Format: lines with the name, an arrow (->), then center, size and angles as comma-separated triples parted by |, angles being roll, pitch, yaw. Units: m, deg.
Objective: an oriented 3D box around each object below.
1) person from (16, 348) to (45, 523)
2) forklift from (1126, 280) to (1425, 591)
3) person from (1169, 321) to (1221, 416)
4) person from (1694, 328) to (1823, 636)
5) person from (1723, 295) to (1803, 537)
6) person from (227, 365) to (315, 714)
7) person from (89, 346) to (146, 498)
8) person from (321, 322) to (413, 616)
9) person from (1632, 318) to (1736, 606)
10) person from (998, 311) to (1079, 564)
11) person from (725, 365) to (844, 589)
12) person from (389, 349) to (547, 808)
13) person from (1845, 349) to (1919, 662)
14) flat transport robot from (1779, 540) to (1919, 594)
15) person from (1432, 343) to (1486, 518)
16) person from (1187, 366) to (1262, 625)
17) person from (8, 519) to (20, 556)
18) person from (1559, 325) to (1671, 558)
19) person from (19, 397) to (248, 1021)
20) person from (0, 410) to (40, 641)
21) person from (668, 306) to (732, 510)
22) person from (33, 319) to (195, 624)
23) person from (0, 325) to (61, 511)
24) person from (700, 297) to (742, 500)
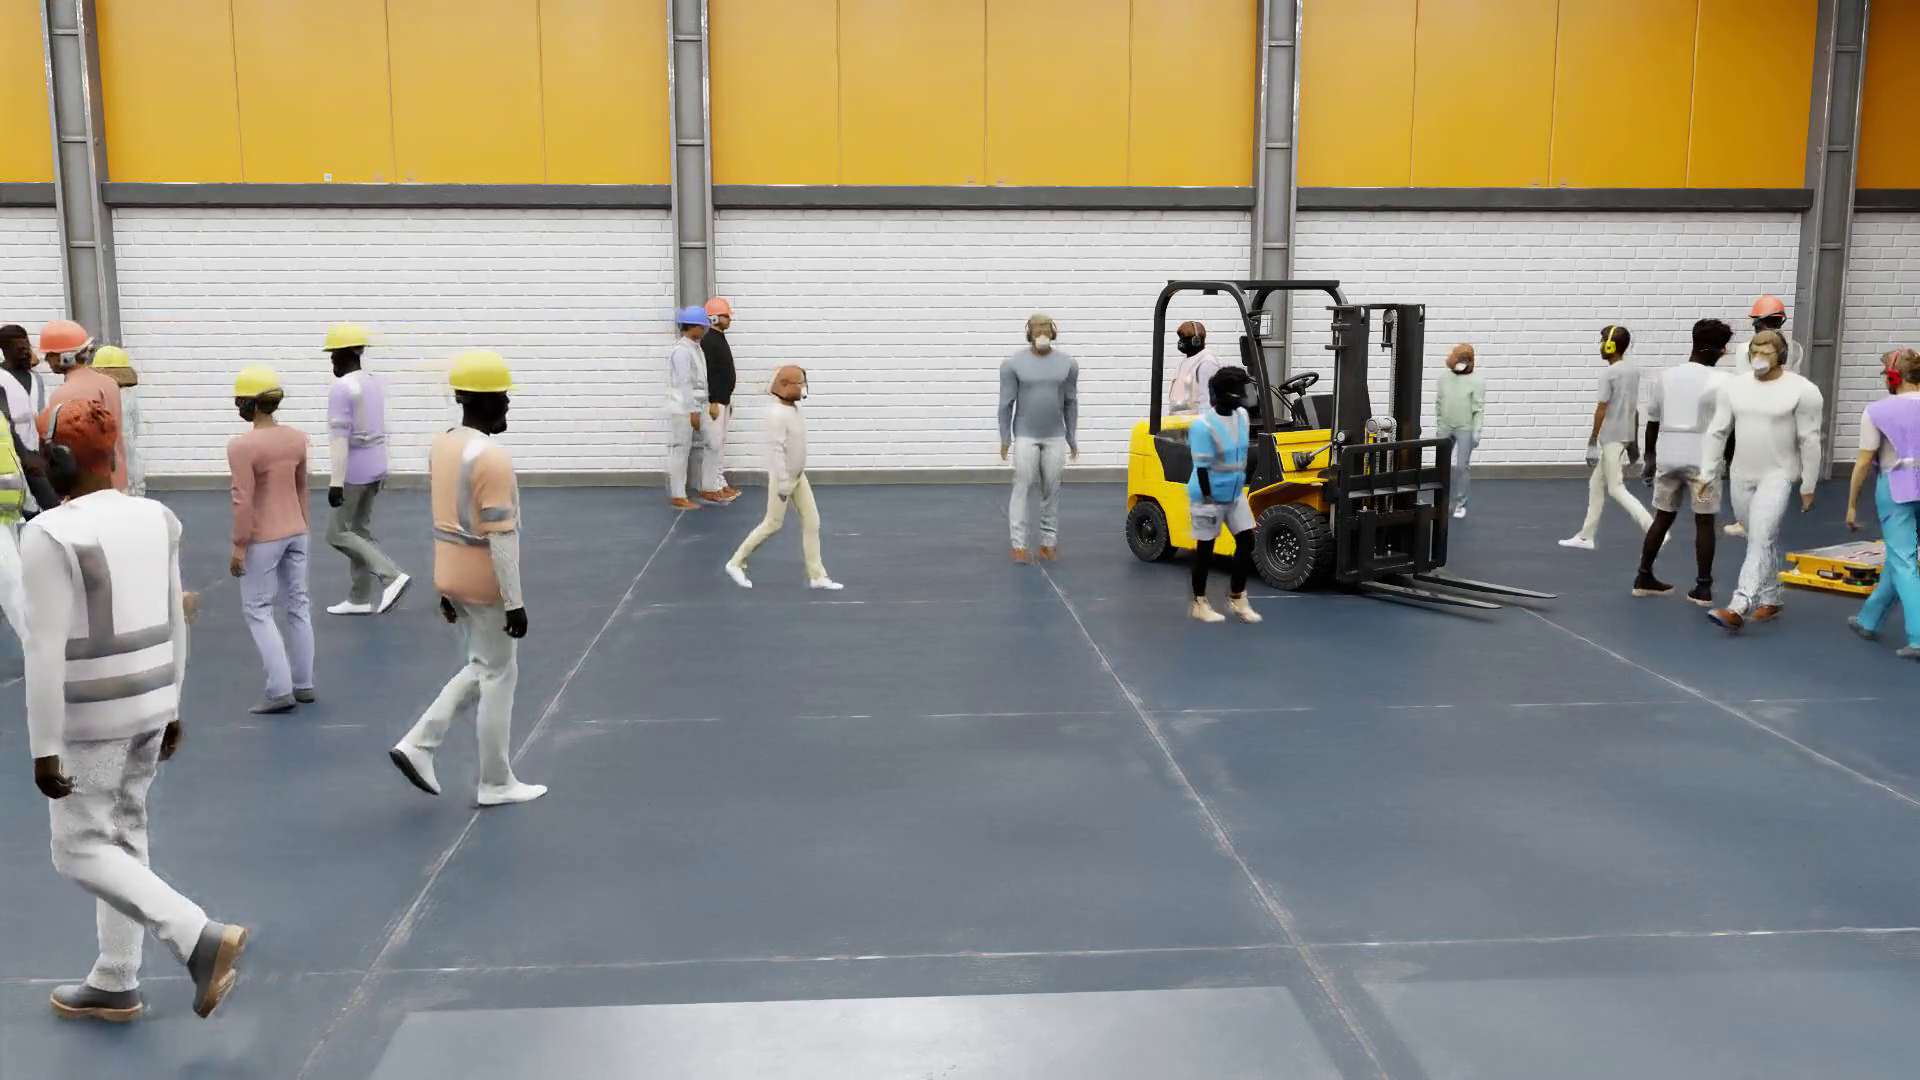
person -> -8.251, -0.951, 14.818 | 0.403, 1.618, 0.529 | -2, 9, -10
forklift -> 2.301, -0.860, 12.475 | 1.214, 2.155, 2.313 | -6, 11, -35
person -> 1.979, -0.935, 14.099 | 0.432, 1.836, 0.618 | -2, 9, -13
person -> 4.930, -0.365, 10.341 | 1.025, 1.881, 0.650 | -6, 11, -34
person -> 6.766, -1.036, 14.059 | 0.605, 2.044, 0.374 | -2, 9, -15
person -> -3.514, 0.000, 8.446 | 0.340, 1.764, 0.539 | 3, 10, 19
person -> -5.652, -0.433, 11.206 | 0.304, 1.743, 0.494 | -4, 10, -25
person -> -3.854, -0.438, 10.690 | 0.536, 1.912, 0.614 | 1, 9, 5
person -> 4.913, -0.532, 11.229 | 0.464, 1.935, 0.652 | -6, 11, -35
person -> 0.606, -0.784, 12.809 | 0.637, 1.940, 0.356 | -2, 9, -13
person -> -1.266, -0.437, 11.693 | 0.805, 1.602, 0.512 | 3, 9, 17
person -> -2.020, 0.178, 6.827 | 0.535, 1.917, 0.586 | -7, 12, -38
person -> 5.522, -0.219, 9.748 | 0.579, 1.784, 0.956 | -1, 9, -7
flat transport robot -> 6.566, 0.183, 11.950 | 1.431, 0.197, 0.652 | -6, 11, -33
person -> 4.541, -0.993, 15.130 | 0.521, 1.605, 0.424 | 9, 13, 43
person -> 1.651, -0.266, 10.399 | 0.562, 1.656, 0.560 | -7, 12, -38
person -> -6.699, -0.444, 11.145 | 0.862, 1.797, 0.618 | -2, 9, -10
person -> 5.224, -0.782, 13.148 | 0.531, 1.835, 0.921 | -8, 12, -40
person -> -2.389, 0.522, 4.830 | 0.671, 1.865, 0.619 | 2, 9, 14
person -> -5.402, -0.137, 9.194 | 0.959, 1.800, 0.619 | -2, 9, -11
person -> -2.446, -1.226, 15.621 | 0.703, 1.920, 0.630 | 2, 9, 12
person -> -5.085, -0.335, 9.912 | 0.868, 1.961, 0.635 | 1, 9, 8
person -> -6.765, -0.617, 12.012 | 1.046, 1.857, 0.586 | 0, 9, 2
person -> -2.381, -1.391, 16.427 | 0.375, 1.997, 0.612 | 1, 9, 5
